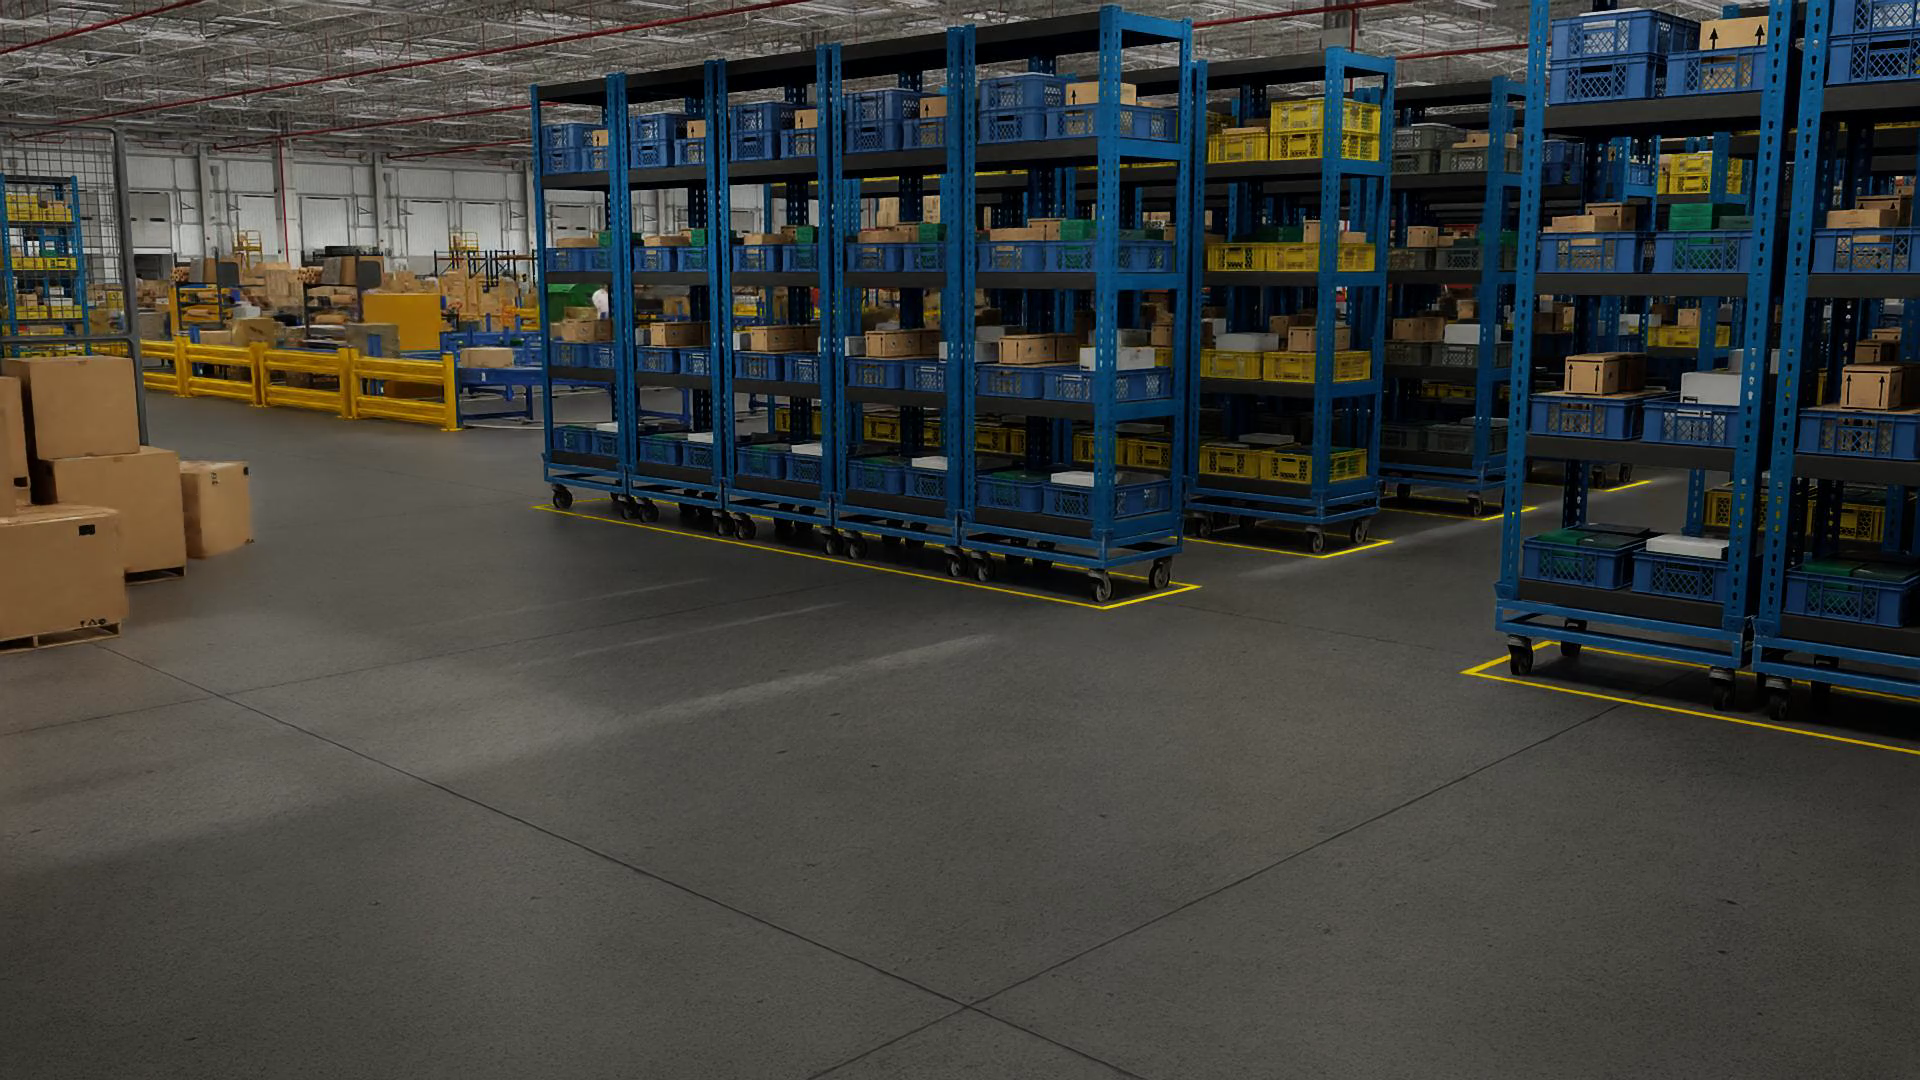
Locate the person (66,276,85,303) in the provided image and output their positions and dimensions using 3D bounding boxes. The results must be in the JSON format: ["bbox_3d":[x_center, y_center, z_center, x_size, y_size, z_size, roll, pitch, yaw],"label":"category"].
[{"bbox_3d":[-29.177,-7.864,54.951,0.606,1.967,0.367,-5,10,-28],"label":"person"}]

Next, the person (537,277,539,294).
[{"bbox_3d":[-14.864,-8.598,59.590,0.701,1.922,0.547,-9,13,-44],"label":"person"}]

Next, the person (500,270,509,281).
[{"bbox_3d":[-23.489,-12.870,85.420,0.868,2.000,0.688,-4,10,-25],"label":"person"}]

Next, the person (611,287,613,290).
[{"bbox_3d":[-12.987,-9.005,62.151,0.930,1.896,0.569,-6,11,-31],"label":"person"}]

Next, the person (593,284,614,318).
[{"bbox_3d":[-7.721,-4.821,36.617,0.650,1.867,0.946,-8,12,-39],"label":"person"}]

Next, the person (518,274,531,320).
[{"bbox_3d":[-17.519,-9.780,67.005,0.531,1.867,0.317,-6,11,-33],"label":"person"}]

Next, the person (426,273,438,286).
[{"bbox_3d":[-27.392,-12.942,86.335,0.642,1.895,1.000,-7,12,-37],"label":"person"}]

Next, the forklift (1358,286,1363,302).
[{"bbox_3d":[11.100,-7.017,46.970,1.873,2.768,1.129,9,13,43],"label":"forklift"}]

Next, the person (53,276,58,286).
[{"bbox_3d":[-41.876,-11.435,77.234,0.800,1.850,0.509,-1,9,-4],"label":"person"}]

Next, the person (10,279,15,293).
[{"bbox_3d":[-36.959,-9.367,64.854,0.294,1.744,0.487,-2,10,-14],"label":"person"}]

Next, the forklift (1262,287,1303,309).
[{"bbox_3d":[10.769,-8.203,54.240,1.129,2.768,1.873,8,12,42],"label":"forklift"}]

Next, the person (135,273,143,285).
[{"bbox_3d":[-42.603,-12.932,86.411,0.619,1.845,0.430,6,11,31],"label":"person"}]

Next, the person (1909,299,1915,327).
[{"bbox_3d":[12.265,-2.394,21.331,0.396,1.992,0.623,5,11,28],"label":"person"}]

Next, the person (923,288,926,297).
[{"bbox_3d":[-1.467,-8.332,58.324,0.798,1.796,0.619,6,11,32],"label":"person"}]

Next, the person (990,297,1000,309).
[{"bbox_3d":[1.281,-7.862,55.184,0.994,1.888,0.553,8,12,39],"label":"person"}]

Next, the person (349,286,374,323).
[{"bbox_3d":[-11.933,-4.331,33.109,0.630,2.023,0.422,6,11,31],"label":"person"}]
